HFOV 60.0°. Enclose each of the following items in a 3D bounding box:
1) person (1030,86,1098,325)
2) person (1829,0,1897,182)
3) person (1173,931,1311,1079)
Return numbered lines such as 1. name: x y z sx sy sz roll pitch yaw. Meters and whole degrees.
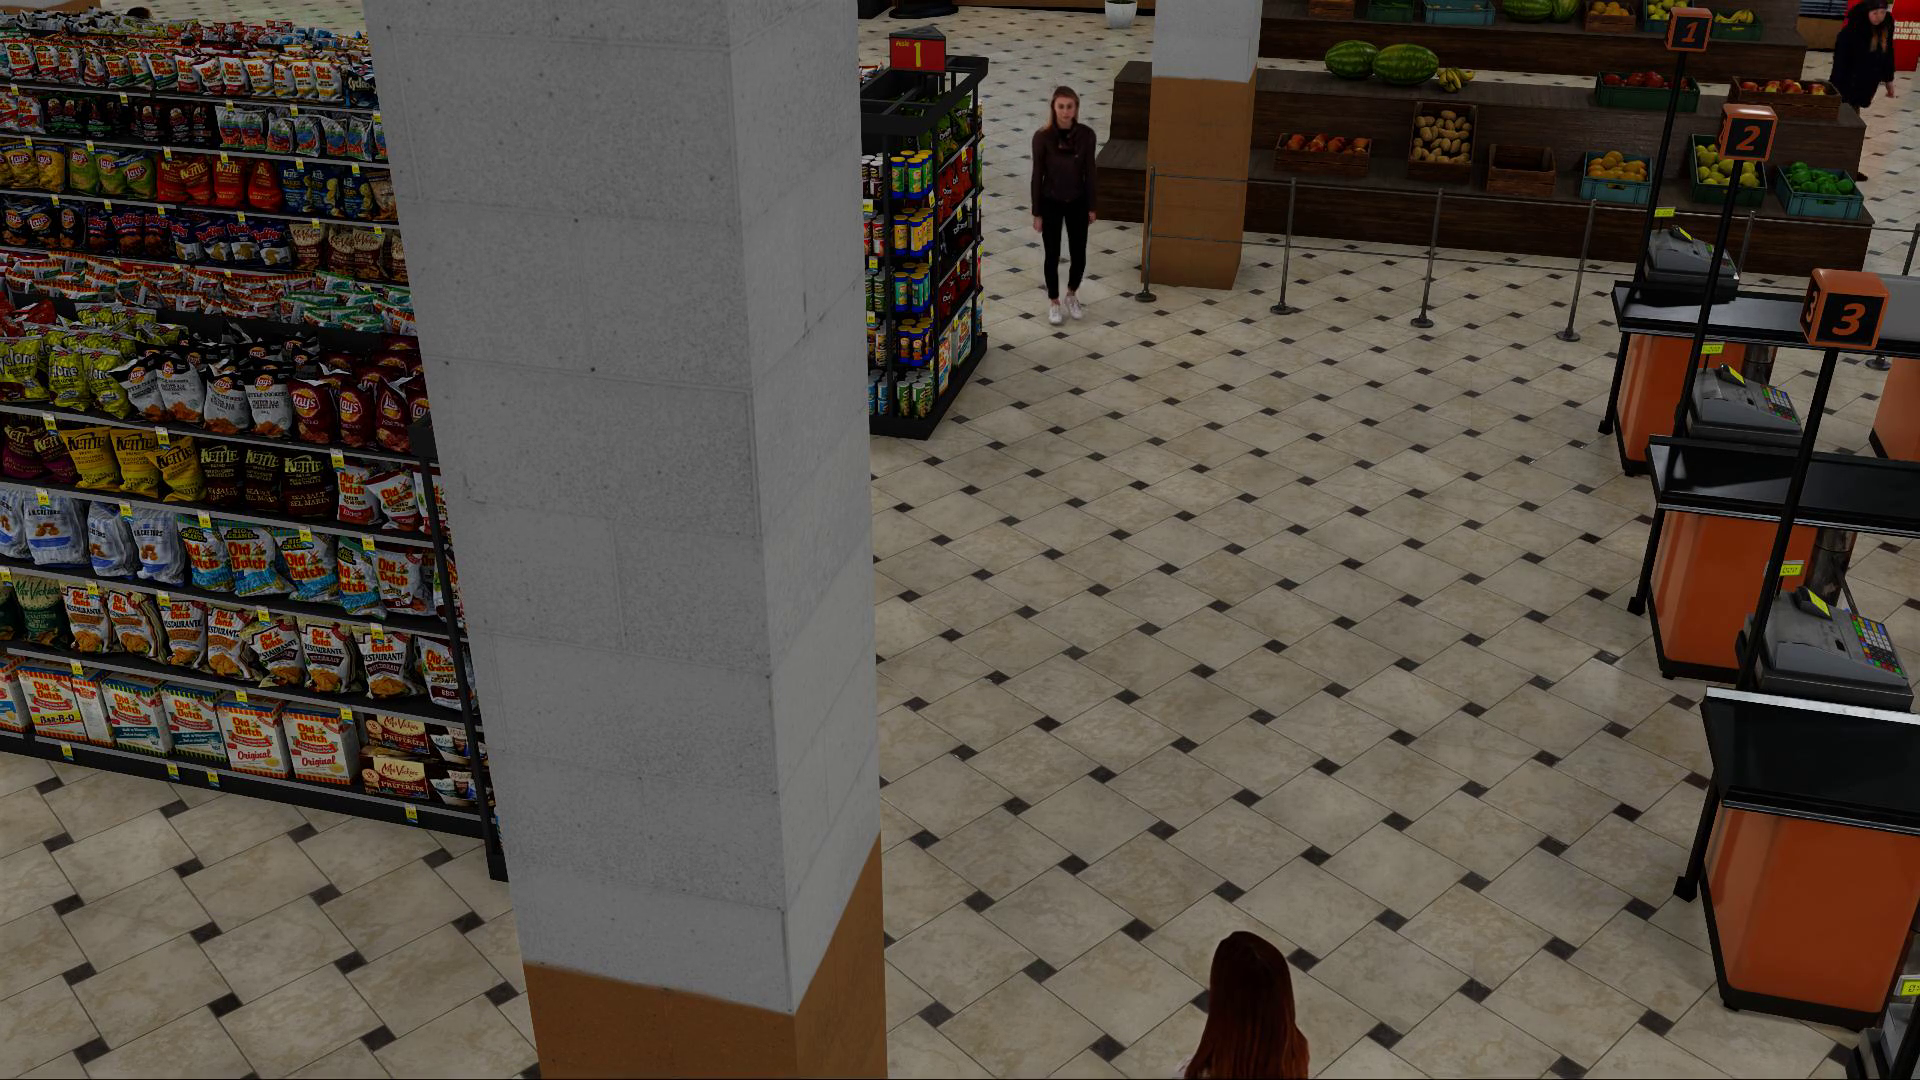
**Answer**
1. person: 0.712 -2.354 11.660 0.609 1.691 0.755 -3 29 -6
2. person: 7.899 -4.062 14.836 0.987 1.645 1.026 -14 32 -24
3. person: 0.691 1.687 4.220 0.621 1.728 0.701 -12 31 -21
